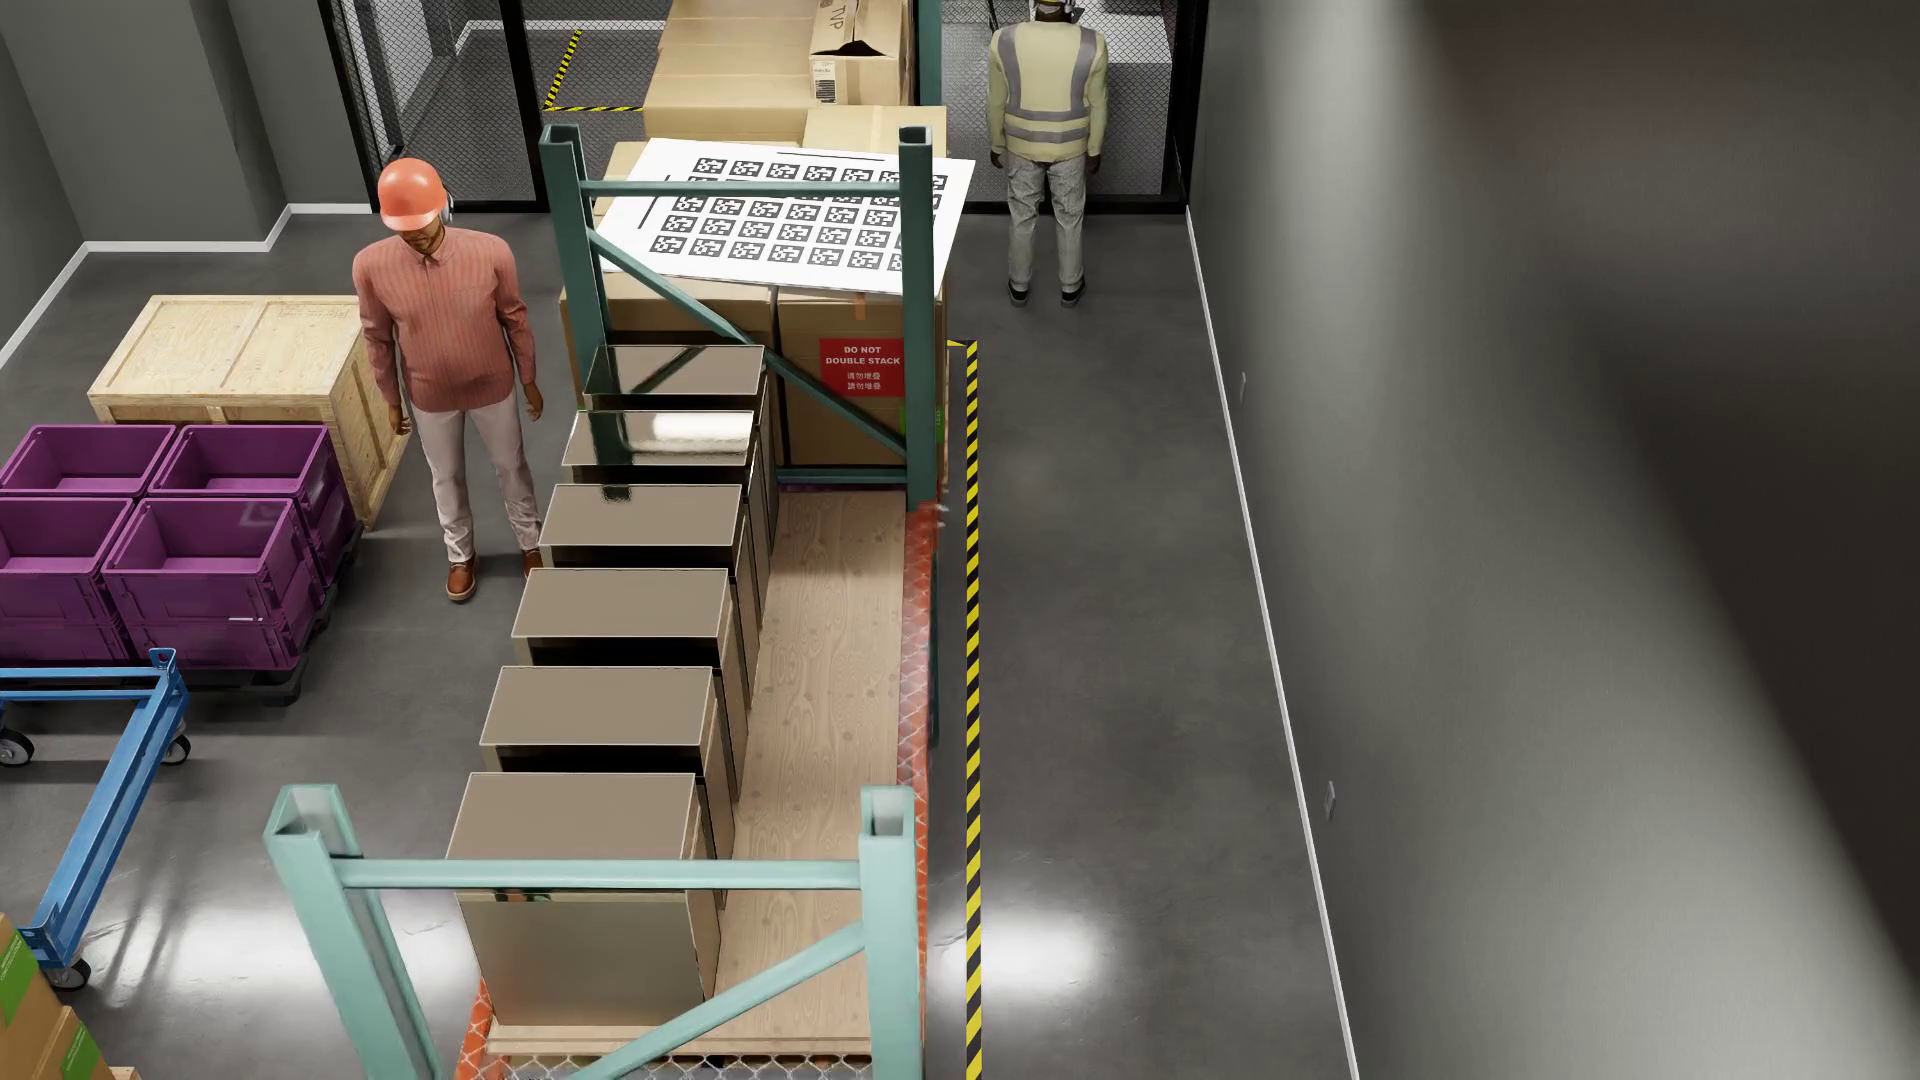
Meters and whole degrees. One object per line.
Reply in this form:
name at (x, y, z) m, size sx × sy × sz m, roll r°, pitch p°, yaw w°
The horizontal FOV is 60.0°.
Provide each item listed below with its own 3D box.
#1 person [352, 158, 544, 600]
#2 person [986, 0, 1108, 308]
person at (-1.961, -0.599, 6.529) m, size 0.623 × 1.992 × 0.397 m, roll -9°, pitch 42°, yaw -11°
person at (0.427, -1.991, 8.240) m, size 0.591 × 1.834 × 0.404 m, roll 4°, pitch 41°, yaw 5°
